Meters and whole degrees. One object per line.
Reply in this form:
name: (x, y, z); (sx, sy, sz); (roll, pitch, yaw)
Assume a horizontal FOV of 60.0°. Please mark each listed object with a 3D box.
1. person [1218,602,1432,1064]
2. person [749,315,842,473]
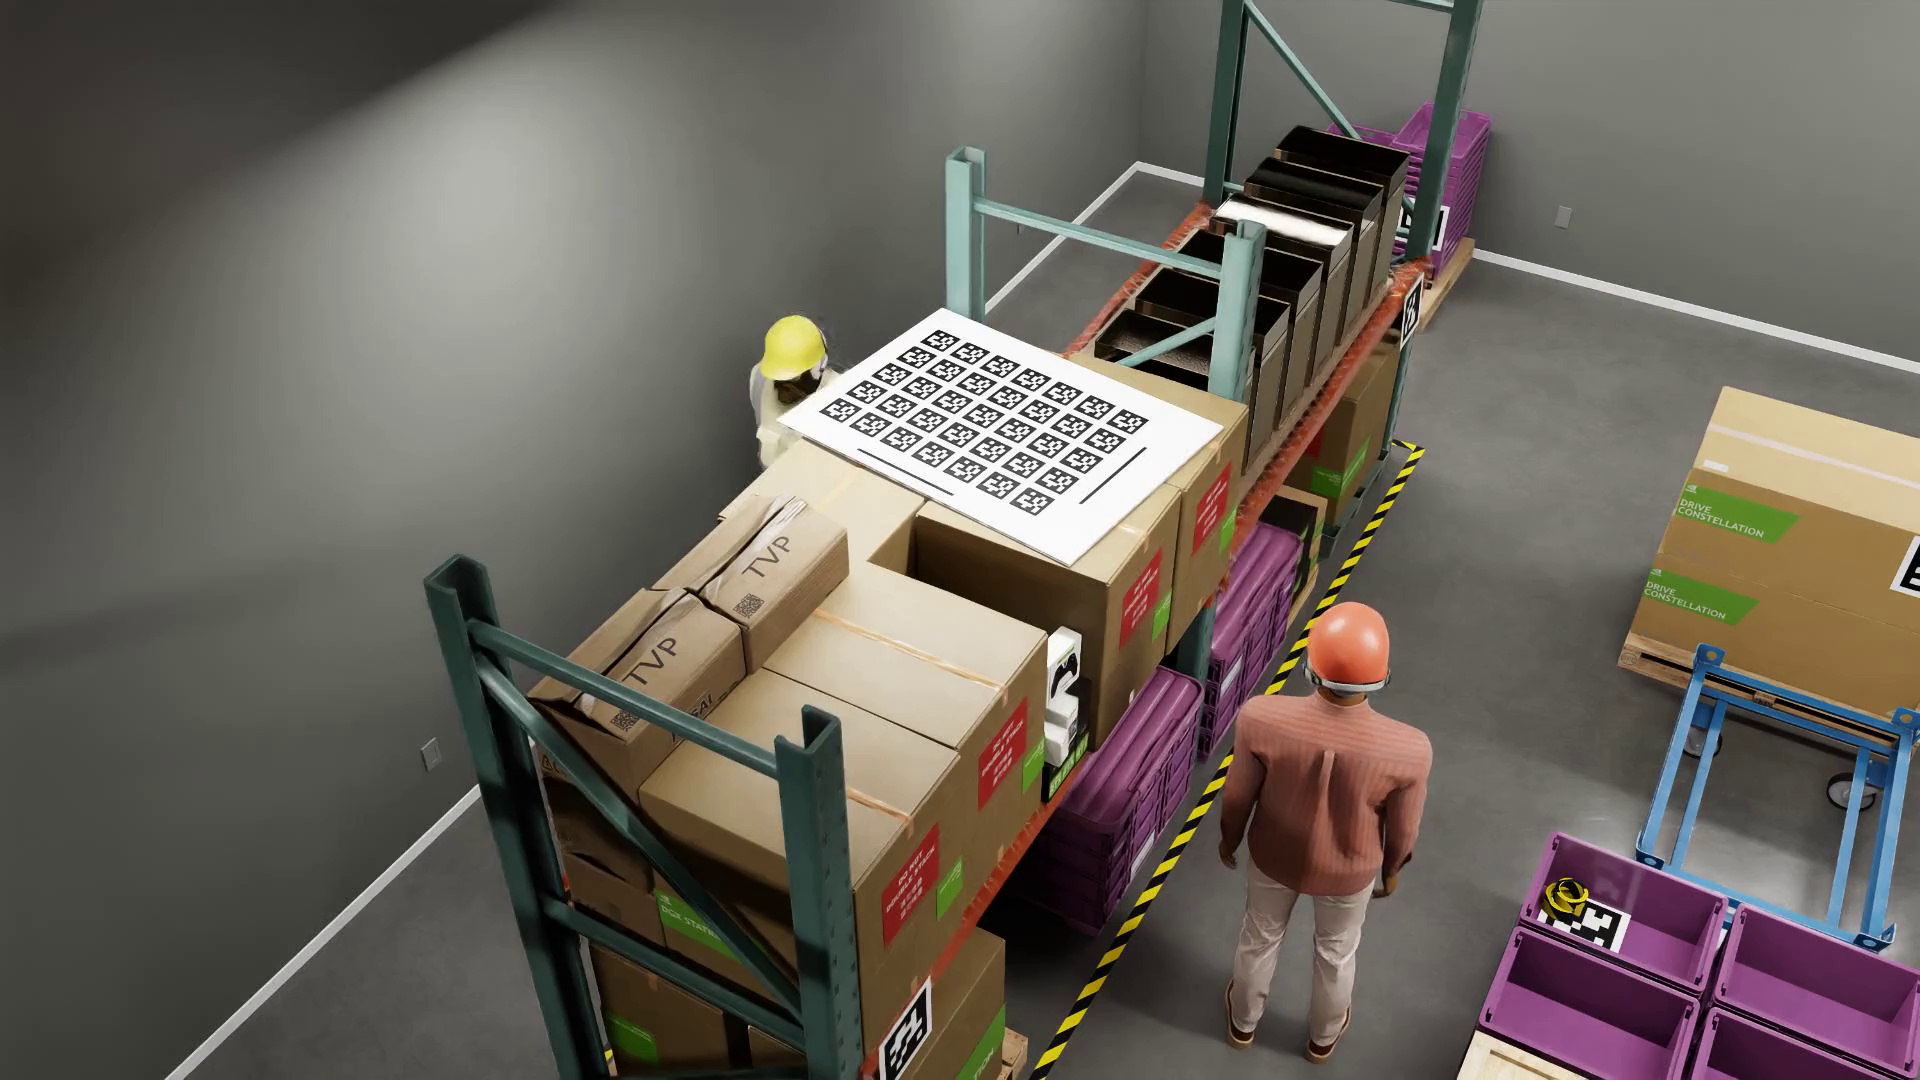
person: (1.141, 0.986, 5.377); (0.612, 1.997, 0.379); (12, 41, 14)
person: (-0.564, -0.253, 7.026); (0.604, 1.782, 0.953); (19, 43, 21)
